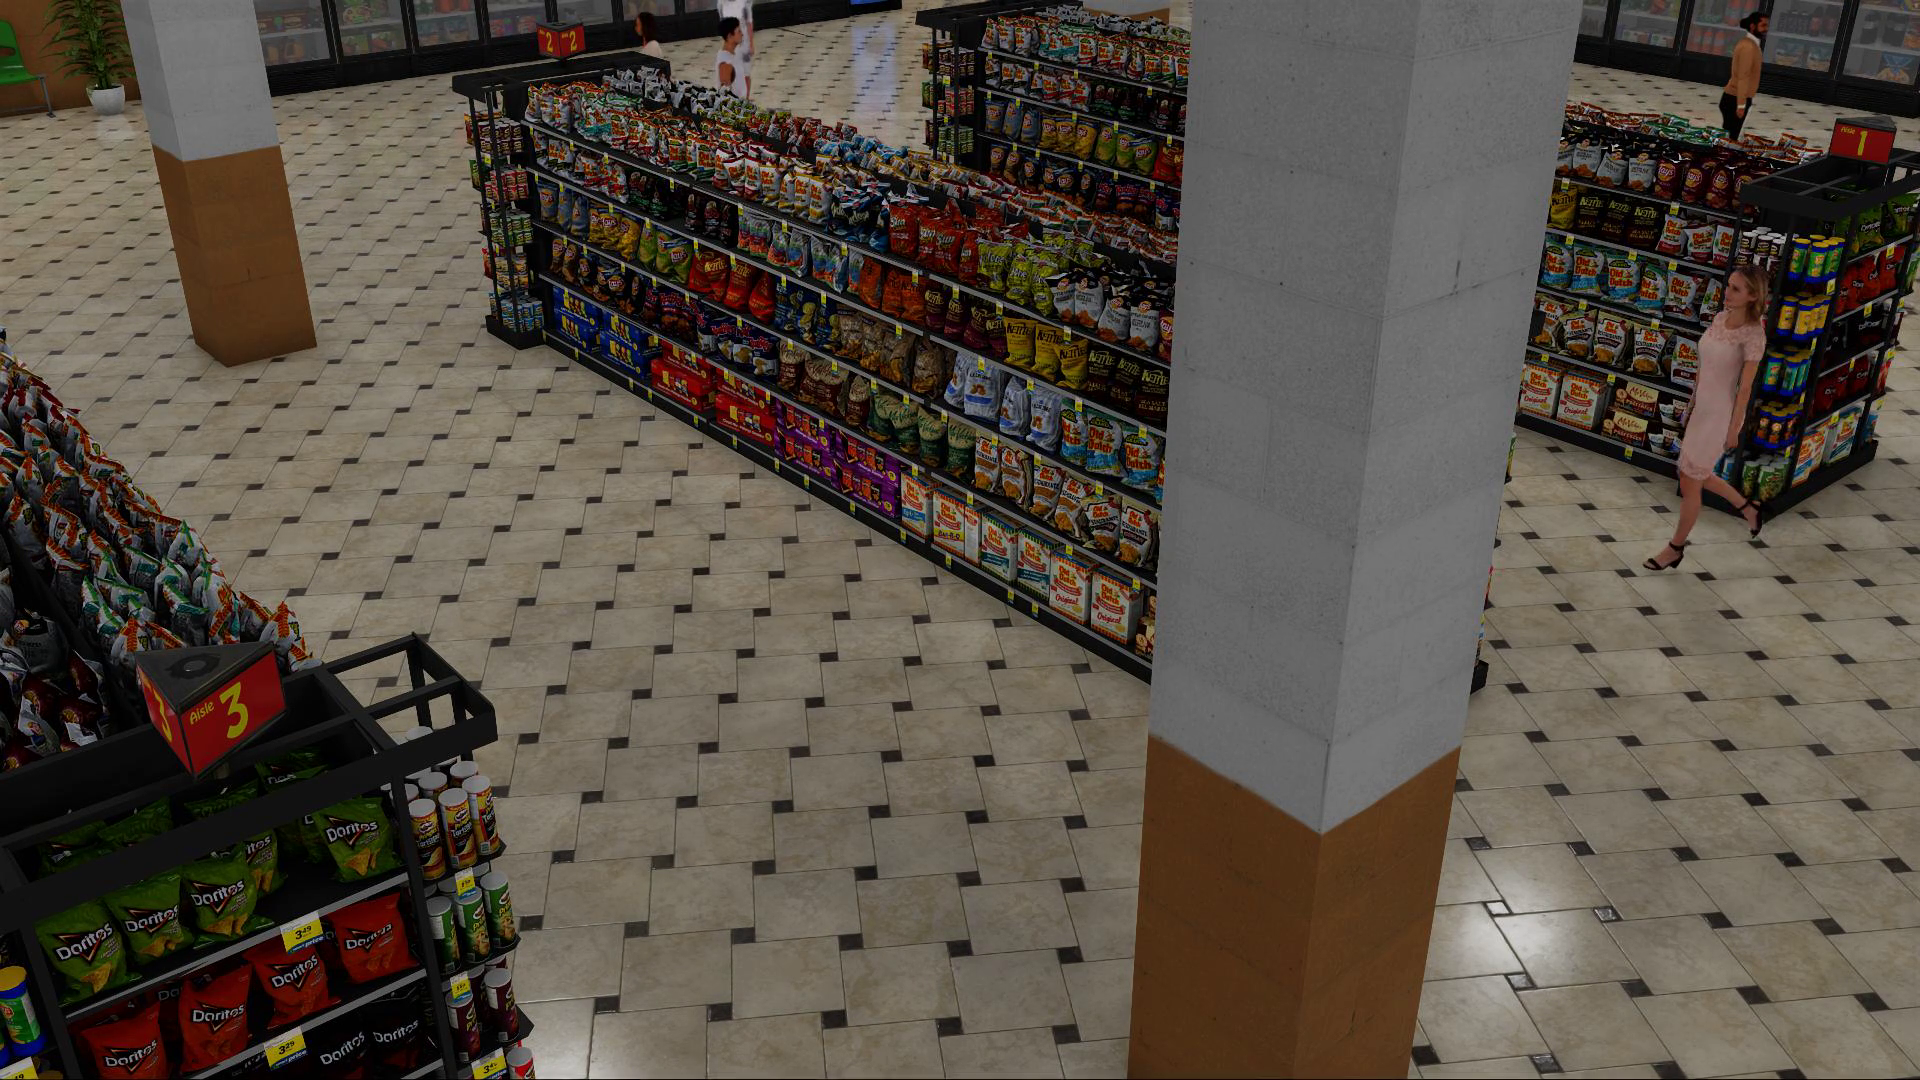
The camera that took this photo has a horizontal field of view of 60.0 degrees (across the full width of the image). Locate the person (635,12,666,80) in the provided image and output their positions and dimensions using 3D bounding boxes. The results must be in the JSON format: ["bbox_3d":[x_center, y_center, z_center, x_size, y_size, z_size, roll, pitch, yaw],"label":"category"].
[{"bbox_3d":[-3.043,-4.551,17.094,0.945,1.648,1.065,-9,28,-17],"label":"person"}]

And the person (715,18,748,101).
[{"bbox_3d":[-2.308,-4.151,16.175,1.032,1.765,1.107,-4,27,-9],"label":"person"}]

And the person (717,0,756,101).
[{"bbox_3d":[-2.583,-5.777,19.448,0.980,1.705,1.117,-1,27,-2],"label":"person"}]

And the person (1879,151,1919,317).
[{"bbox_3d":[7.677,-2.630,13.320,0.594,1.635,0.653,21,34,36],"label":"person"}]

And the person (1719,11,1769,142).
[{"bbox_3d":[7.786,-4.389,16.660,0.752,1.752,0.749,11,29,21],"label":"person"}]

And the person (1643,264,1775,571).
[{"bbox_3d":[4.263,-0.653,9.226,0.975,1.813,0.983,-3,27,-5],"label":"person"}]
